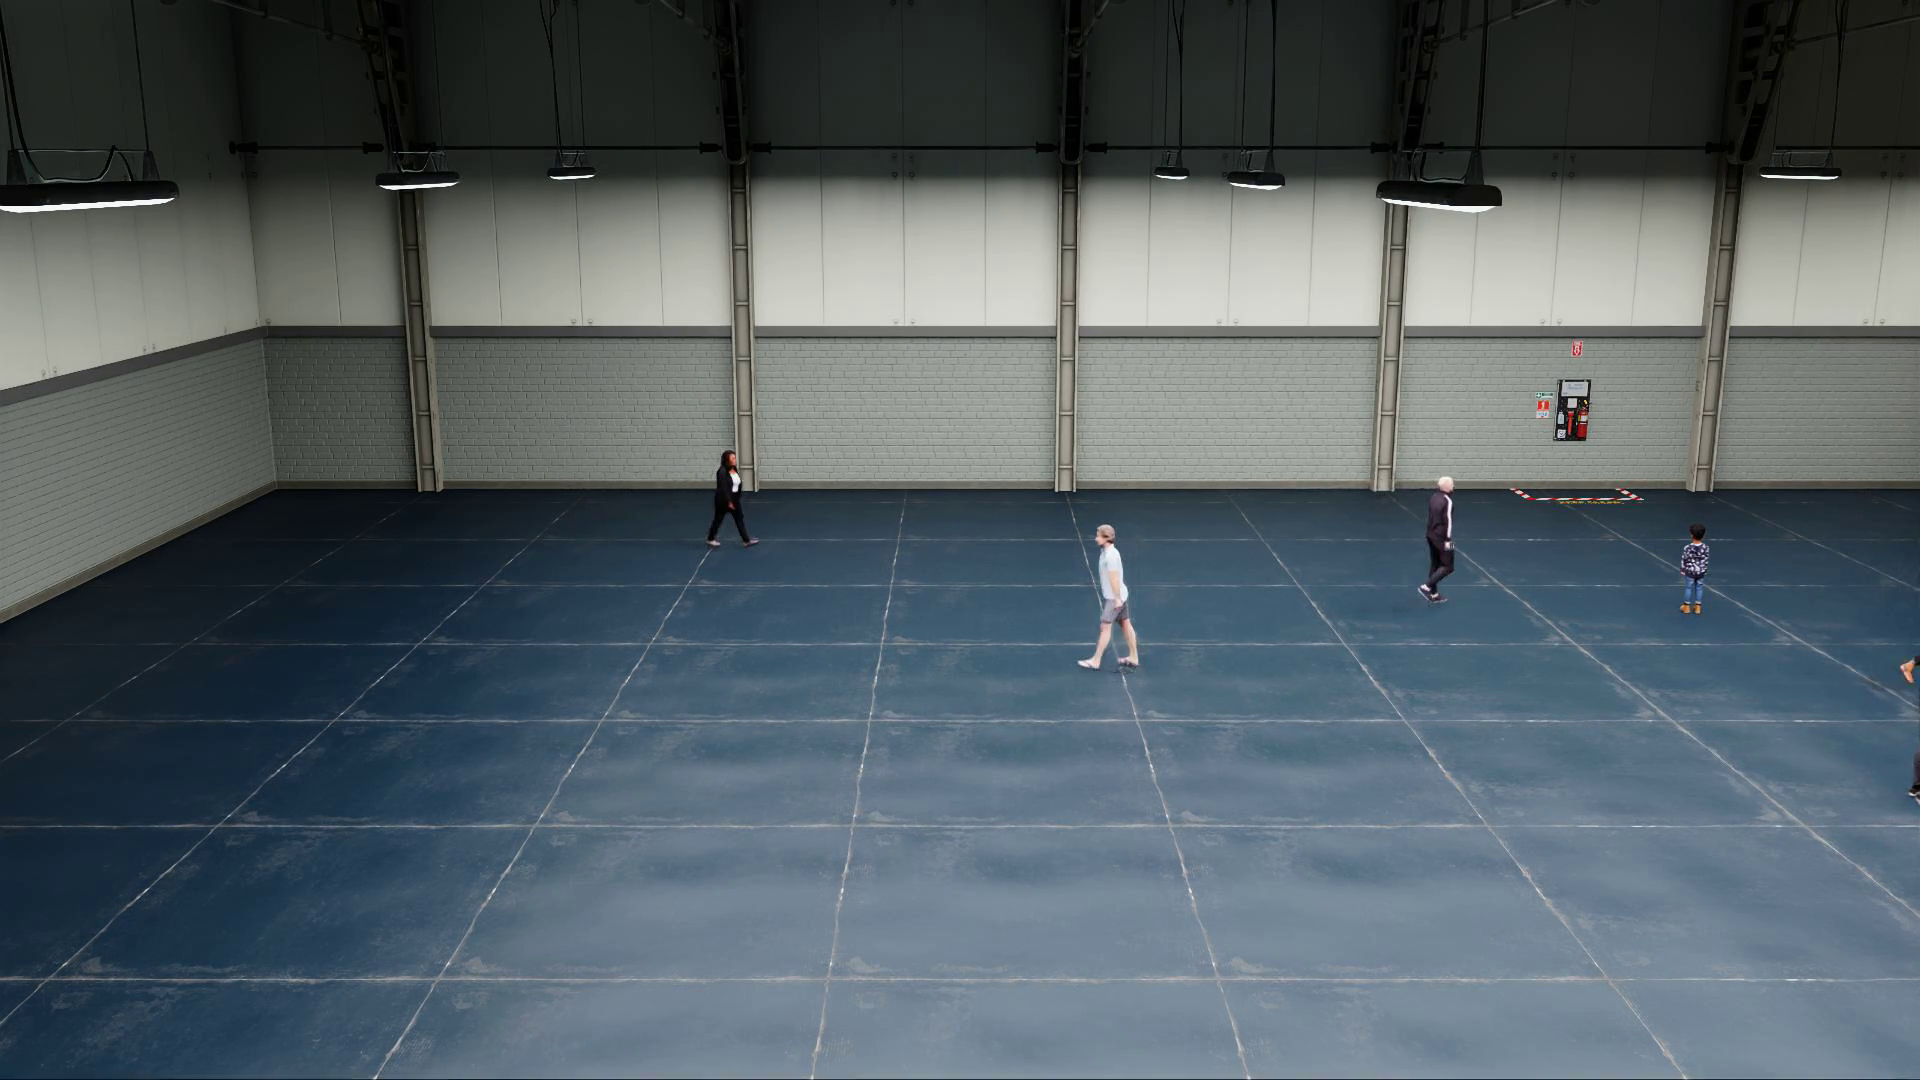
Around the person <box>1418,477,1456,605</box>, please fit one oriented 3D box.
[{"bbox_3d":[6.609,0.026,23.203,0.916,1.821,0.818,-4,14,-18],"label":"person"}]

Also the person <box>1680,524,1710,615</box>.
[{"bbox_3d":[10.121,0.390,22.889,0.485,1.253,0.593,2,13,10],"label":"person"}]

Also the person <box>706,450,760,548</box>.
[{"bbox_3d":[-3.790,-0.615,26.528,1.200,1.570,0.931,5,14,22],"label":"person"}]

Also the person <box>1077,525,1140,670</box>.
[{"bbox_3d":[1.959,0.714,20.313,0.989,1.785,0.698,1,13,4],"label":"person"}]
